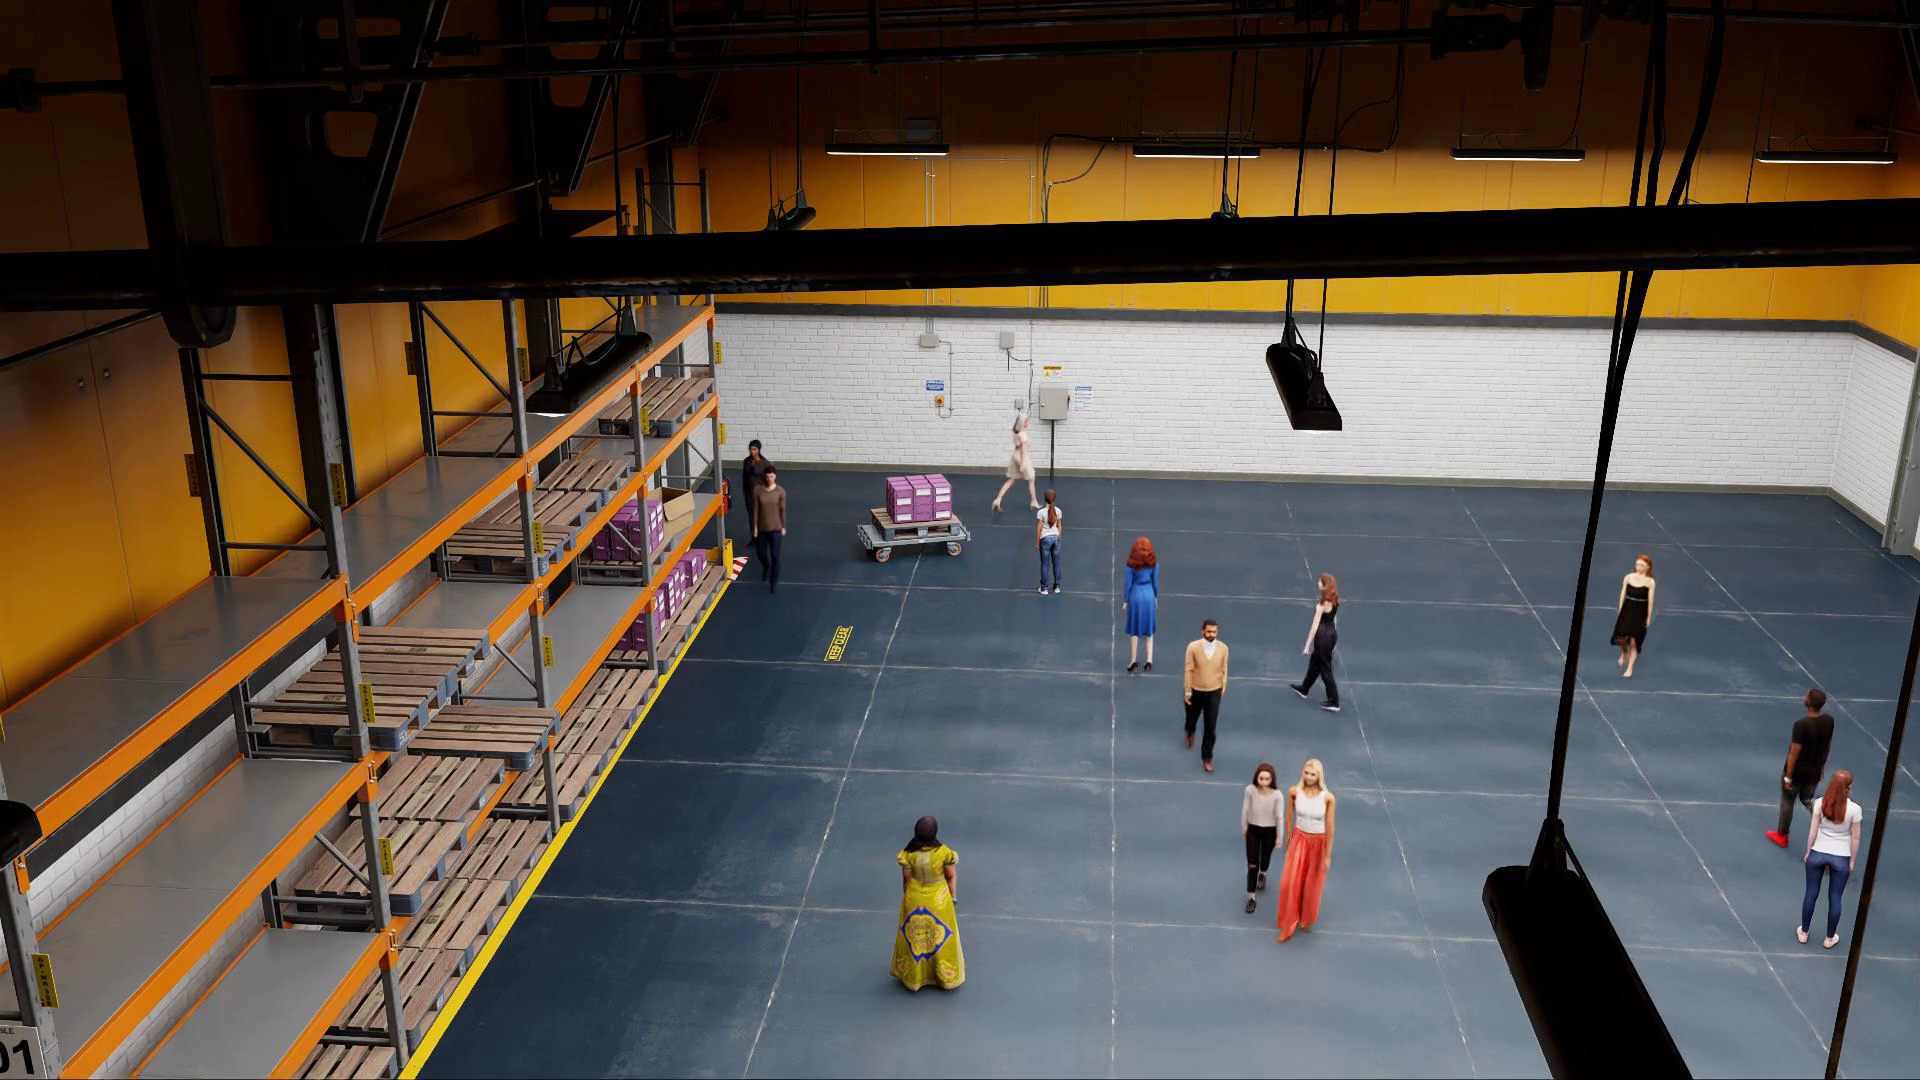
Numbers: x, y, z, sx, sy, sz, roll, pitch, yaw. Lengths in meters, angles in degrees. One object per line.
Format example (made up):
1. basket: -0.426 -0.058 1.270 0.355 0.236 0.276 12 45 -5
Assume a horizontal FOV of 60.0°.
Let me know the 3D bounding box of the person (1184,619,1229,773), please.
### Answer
1. person: 2.750 1.698 18.841 0.669 1.736 1.007 0 19 1

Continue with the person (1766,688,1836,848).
1. person: 8.581 2.367 16.771 0.846 1.789 1.089 -4 19 -13

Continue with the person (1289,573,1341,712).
1. person: 4.494 1.262 20.167 0.984 1.715 1.001 15 24 37

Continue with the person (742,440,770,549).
1. person: -3.176 -0.720 26.005 0.678 1.744 0.644 8 20 22

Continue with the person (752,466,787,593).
1. person: -2.777 -0.195 24.244 0.726 1.875 0.878 -1 19 -4

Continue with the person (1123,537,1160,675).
1. person: 2.311 0.831 21.270 0.681 1.828 0.668 -4 19 -11

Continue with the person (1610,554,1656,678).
1. person: 8.667 0.941 21.274 0.754 1.616 0.840 13 23 34

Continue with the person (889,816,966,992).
1. person: -0.279 3.175 14.574 0.827 1.660 0.731 1 19 4

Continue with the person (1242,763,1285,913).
1. person: 2.928 2.796 16.040 0.670 1.441 1.023 5 19 15

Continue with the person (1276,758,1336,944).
1. person: 3.272 2.816 15.449 0.798 1.781 1.012 7 20 21

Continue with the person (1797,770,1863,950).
1. person: 7.962 2.911 15.232 0.647 1.739 0.660 11 22 30

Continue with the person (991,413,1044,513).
1. person: 0.902 -1.227 27.596 1.066 1.691 1.192 -9 20 -24

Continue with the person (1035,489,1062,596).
1. person: 1.297 0.005 24.139 0.606 1.562 0.615 -6 19 -16
